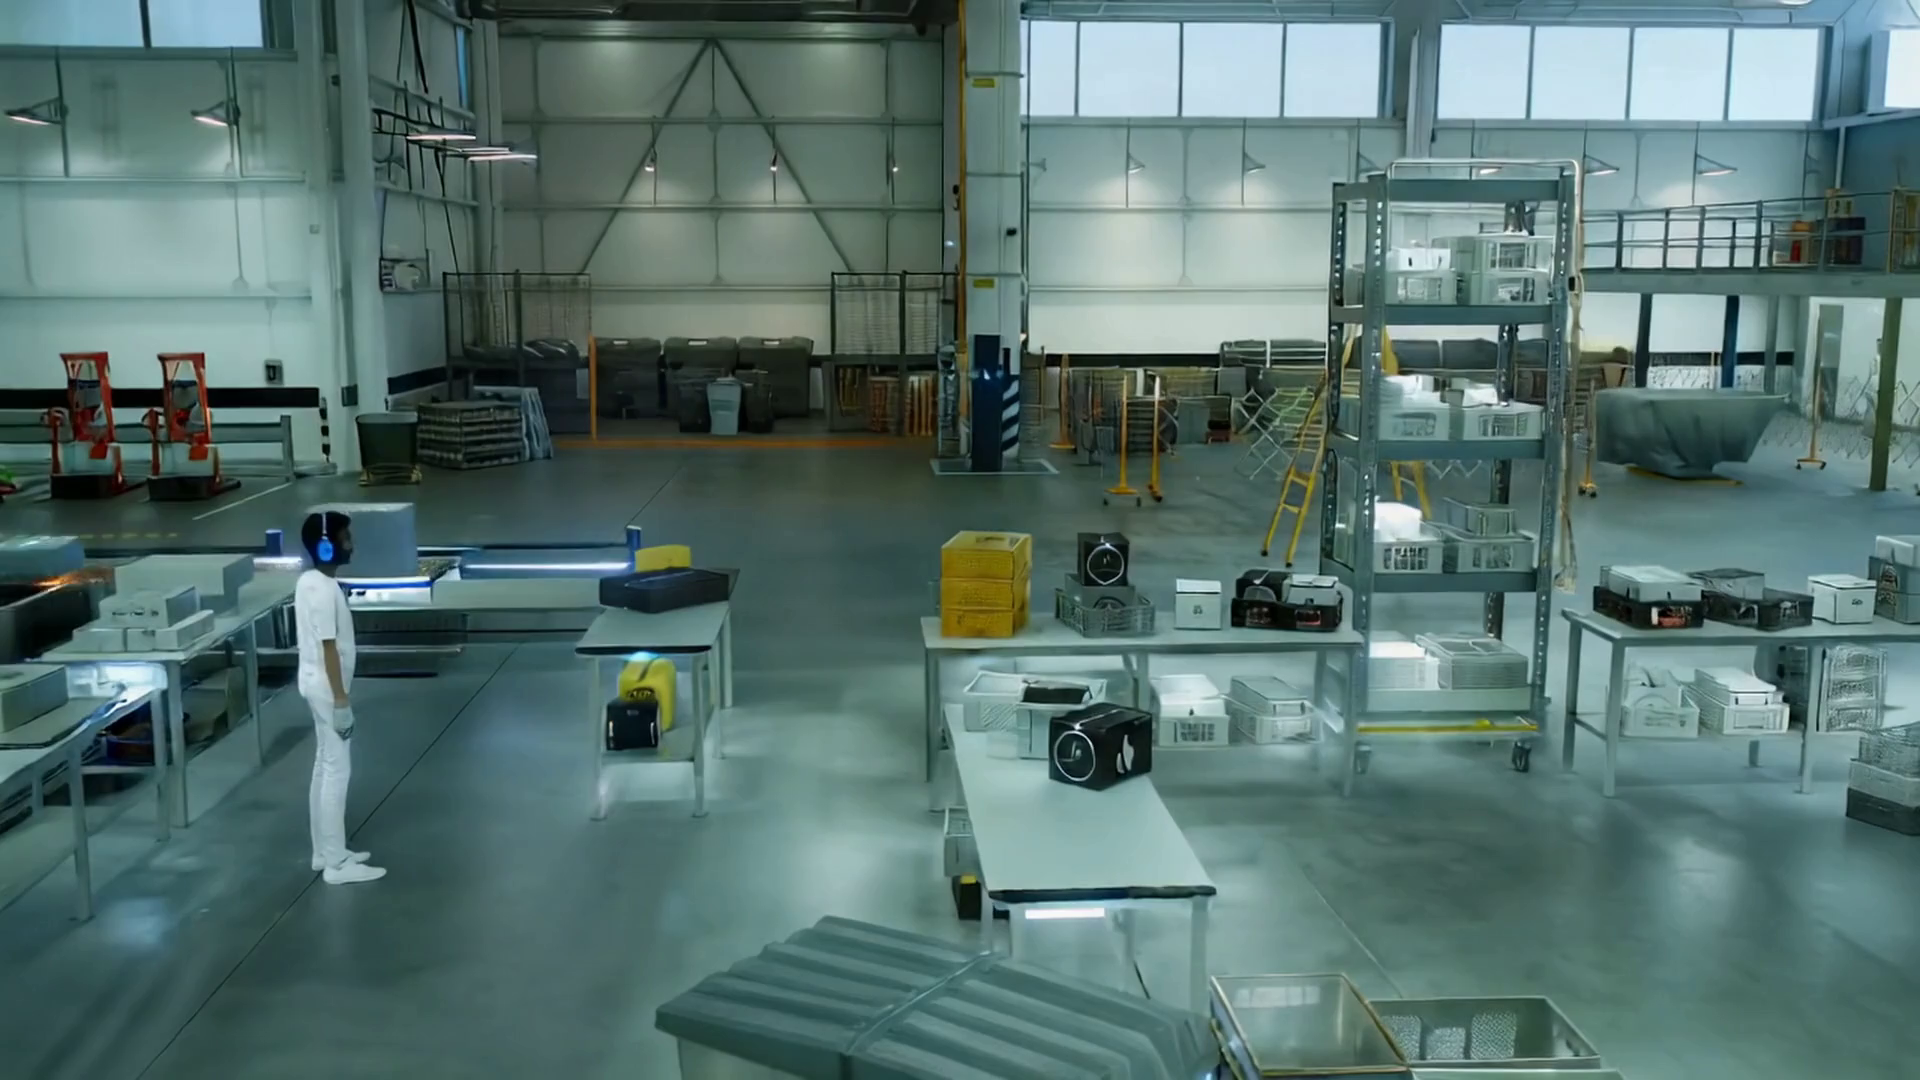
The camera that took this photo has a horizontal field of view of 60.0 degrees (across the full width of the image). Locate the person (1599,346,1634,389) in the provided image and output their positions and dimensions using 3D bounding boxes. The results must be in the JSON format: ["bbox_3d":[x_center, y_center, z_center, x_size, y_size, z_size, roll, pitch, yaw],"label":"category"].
[{"bbox_3d":[10.931,-2.298,27.684,0.422,1.864,0.604,-8,12,-41],"label":"person"}]

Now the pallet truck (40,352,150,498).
[{"bbox_3d":[-11.907,-1.642,23.165,0.823,1.965,1.885,0,9,0],"label":"pallet truck"}]

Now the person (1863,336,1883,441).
[{"bbox_3d":[16.840,-2.781,30.535,0.362,1.927,0.587,9,13,44],"label":"person"}]

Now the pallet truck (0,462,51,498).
[{"bbox_3d":[-13.193,-1.293,23.148,0.653,1.274,1.630,-1,9,-4],"label":"pallet truck"}]

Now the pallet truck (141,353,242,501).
[{"bbox_3d":[-10.520,-1.604,22.925,0.823,1.965,1.885,-1,9,-6],"label":"pallet truck"}]

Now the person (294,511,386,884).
[{"bbox_3d":[-3.133,0.783,8.337,0.323,1.871,0.530,-6,11,-32],"label":"person"}]
